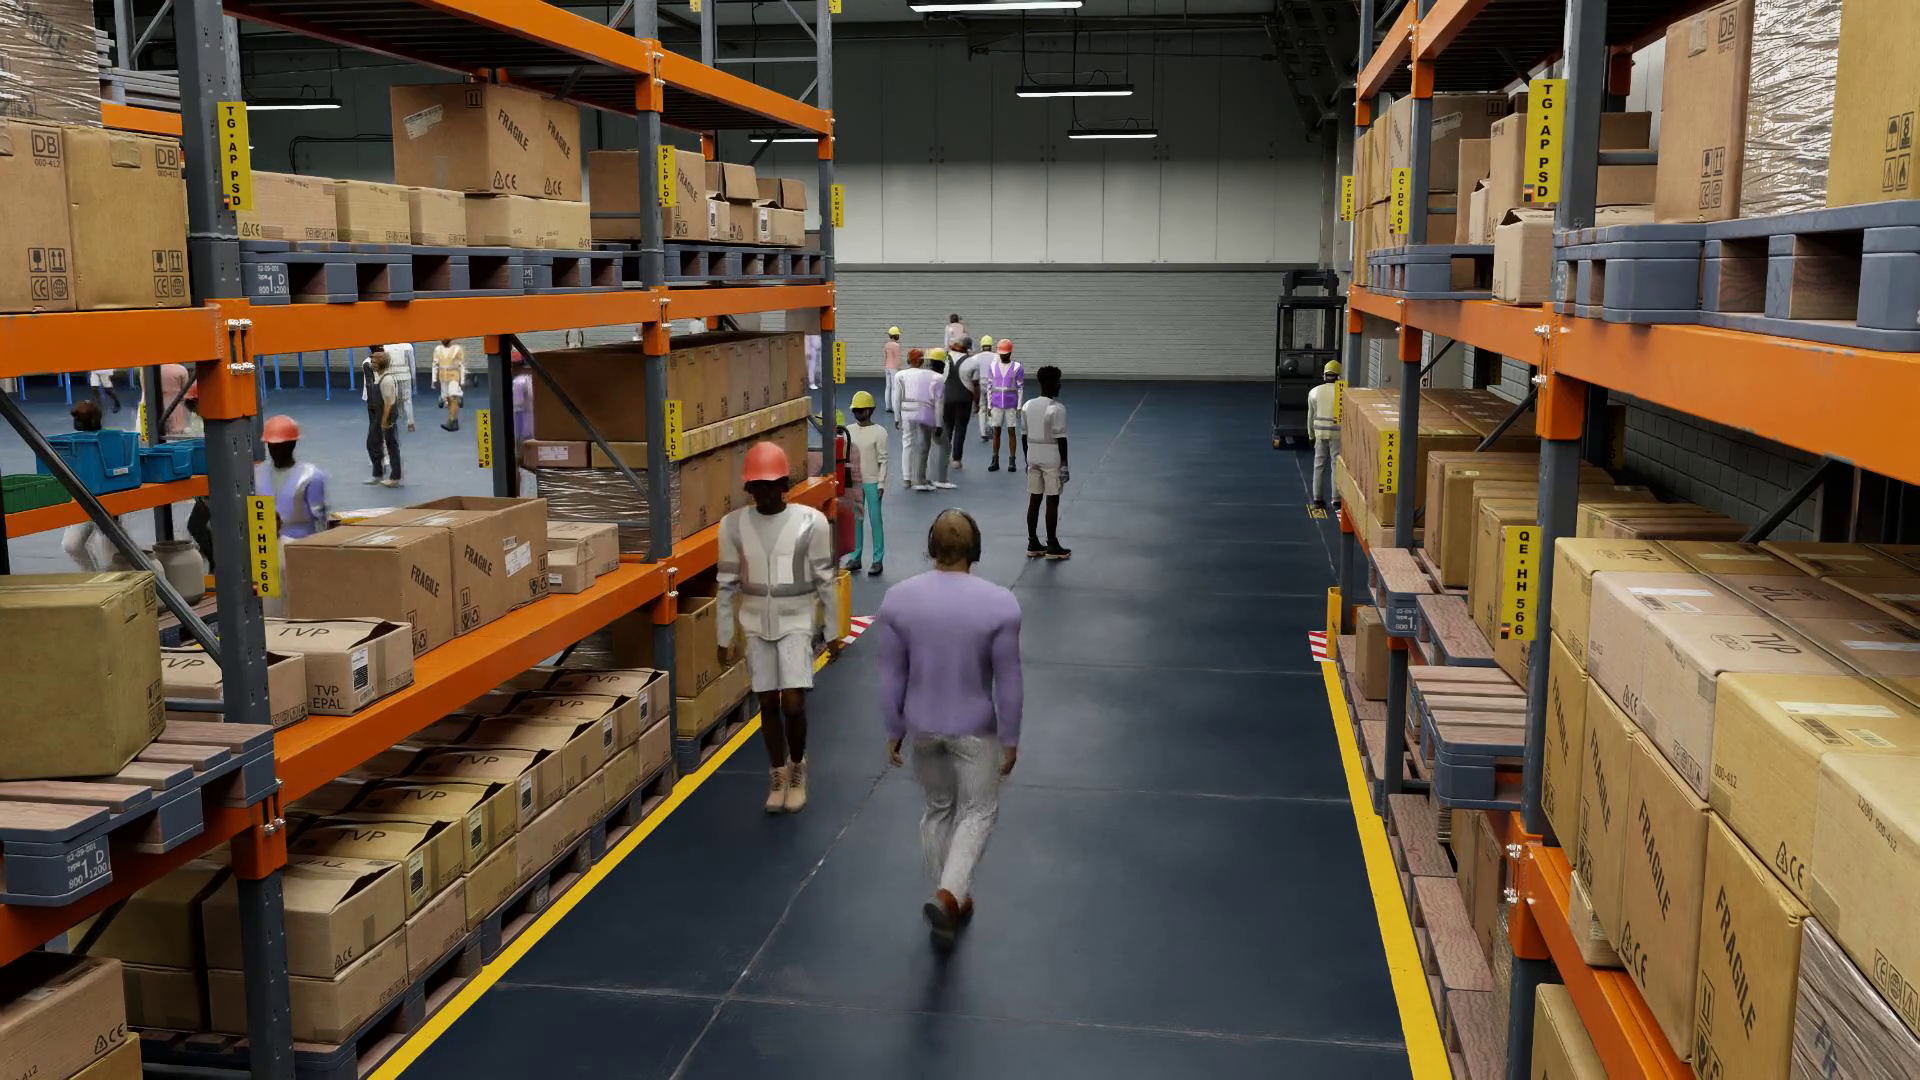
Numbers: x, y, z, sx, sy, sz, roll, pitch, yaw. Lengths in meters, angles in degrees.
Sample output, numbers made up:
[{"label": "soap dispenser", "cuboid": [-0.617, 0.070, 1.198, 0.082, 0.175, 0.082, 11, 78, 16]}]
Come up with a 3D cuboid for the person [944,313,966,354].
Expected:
[{"label": "person", "cuboid": [-0.132, -4.881, 42.577, 0.639, 1.828, 0.452, -6, 11, -31]}]

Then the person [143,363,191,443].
[{"label": "person", "cuboid": [-11.413, -1.879, 23.936, 0.653, 1.878, 0.840, 1, 9, 4]}]

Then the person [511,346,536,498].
[{"label": "person", "cuboid": [-5.268, -1.347, 20.181, 0.721, 2.025, 0.628, 0, 9, 1]}]

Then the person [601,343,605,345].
[{"label": "person", "cuboid": [-6.266, -2.667, 29.500, 0.514, 1.640, 0.310, -4, 10, -24]}]

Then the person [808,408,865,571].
[{"label": "person", "cuboid": [-1.130, -0.315, 14.665, 0.524, 1.741, 0.631, -7, 11, -37]}]

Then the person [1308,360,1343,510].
[{"label": "person", "cuboid": [4.562, -1.291, 20.449, 0.600, 1.829, 0.403, 7, 12, 37]}]

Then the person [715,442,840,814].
[{"label": "person", "cuboid": [-0.989, 0.484, 8.866, 0.650, 2.022, 0.535, 2, 9, 9]}]

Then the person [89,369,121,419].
[{"label": "person", "cuboid": [-17.059, -3.381, 33.093, 0.542, 1.916, 0.746, 1, 9, 4]}]

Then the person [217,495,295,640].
[{"label": "person", "cuboid": [-4.127, 0.542, 9.813, 0.523, 1.603, 0.750, 1, 9, 4]}]

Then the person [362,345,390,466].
[{"label": "person", "cuboid": [-8.815, -2.100, 25.148, 0.392, 1.919, 0.590, 0, 9, 1]}]

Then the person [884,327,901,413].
[{"label": "person", "cuboid": [-1.365, -3.510, 34.309, 0.317, 1.769, 0.522, -6, 11, -34]}]

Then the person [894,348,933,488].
[{"label": "person", "cuboid": [-0.602, -1.653, 22.494, 0.583, 1.882, 0.337, 1, 9, 7]}]

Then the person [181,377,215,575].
[{"label": "person", "cuboid": [-6.863, -0.504, 15.132, 0.564, 1.967, 0.659, -6, 11, -33]}]

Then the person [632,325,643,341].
[{"label": "person", "cuboid": [-7.614, -4.348, 39.917, 0.539, 1.624, 0.425, 3, 10, 18]}]

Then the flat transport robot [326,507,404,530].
[{"label": "flat transport robot", "cuboid": [-6.451, -0.229, 18.797, 1.431, 0.197, 0.652, -5, 10, -29]}]

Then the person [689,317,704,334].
[{"label": "person", "cuboid": [-7.088, -5.291, 44.994, 0.532, 1.864, 0.312, 5, 10, 28]}]

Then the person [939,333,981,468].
[{"label": "person", "cuboid": [-0.008, -2.105, 24.932, 0.713, 2.000, 0.743, 3, 10, 18]}]

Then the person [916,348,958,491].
[{"label": "person", "cuboid": [-0.313, -1.599, 22.088, 0.669, 1.901, 0.609, -7, 11, -35]}]

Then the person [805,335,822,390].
[{"label": "person", "cuboid": [-3.460, -4.618, 40.782, 0.676, 1.874, 0.789, -8, 12, -41]}]

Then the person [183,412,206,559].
[{"label": "person", "cuboid": [-7.544, -0.765, 16.993, 0.917, 1.895, 0.647, -5, 10, -27]}]

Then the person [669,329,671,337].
[{"label": "person", "cuboid": [-6.506, -3.855, 36.772, 0.531, 1.657, 0.859, -1, 9, -6]}]

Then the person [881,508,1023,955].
[{"label": "person", "cuboid": [-0.050, 0.824, 7.131, 0.633, 1.922, 0.722, 3, 10, 18]}]

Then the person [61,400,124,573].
[{"label": "person", "cuboid": [-7.428, -0.288, 14.260, 0.651, 1.822, 0.498, 4, 10, 23]}]

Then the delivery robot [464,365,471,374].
[{"label": "delivery robot", "cuboid": [-12.572, -4.335, 42.169, 0.335, 0.223, 0.698, -5, 11, -29]}]

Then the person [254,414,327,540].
[{"label": "person", "cuboid": [-4.772, 0.049, 11.892, 0.555, 1.923, 0.724, 1, 9, 8]}]

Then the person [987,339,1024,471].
[{"label": "person", "cuboid": [0.654, -1.976, 24.352, 0.543, 1.928, 0.370, 2, 9, 13]}]

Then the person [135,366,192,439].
[{"label": "person", "cuboid": [-13.946, -2.648, 28.910, 0.638, 1.790, 0.963, 9, 13, 44]}]

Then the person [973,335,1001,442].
[{"label": "person", "cuboid": [0.476, -2.600, 28.541, 0.619, 1.811, 0.427, 2, 10, 15]}]

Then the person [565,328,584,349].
[{"label": "person", "cuboid": [-10.552, -5.385, 45.555, 0.508, 1.872, 0.329, -4, 10, -22]}]

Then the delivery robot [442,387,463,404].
[{"label": "delivery robot", "cuboid": [-10.930, -3.175, 35.810, 0.477, 0.478, 0.707, -1, 9, -6]}]

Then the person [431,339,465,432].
[{"label": "person", "cuboid": [-9.328, -2.901, 30.242, 0.539, 1.869, 0.984, 1, 9, 9]}]

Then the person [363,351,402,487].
[{"label": "person", "cuboid": [-7.883, -1.624, 22.476, 0.632, 1.828, 0.541, -7, 11, -36]}]

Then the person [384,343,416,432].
[{"label": "person", "cuboid": [-10.242, -2.957, 30.335, 0.604, 1.949, 0.389, -3, 10, -19]}]

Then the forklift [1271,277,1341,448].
[{"label": "forklift", "cuboid": [5.847, -3.016, 27.970, 1.129, 2.768, 1.873, 1, 9, 9]}]

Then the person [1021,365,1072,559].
[{"label": "person", "cuboid": [0.887, -0.803, 16.994, 0.361, 1.964, 0.613, -8, 12, -41]}]

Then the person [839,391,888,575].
[{"label": "person", "cuboid": [-0.932, -0.557, 16.099, 0.525, 1.769, 0.308, 5, 11, 30]}]
